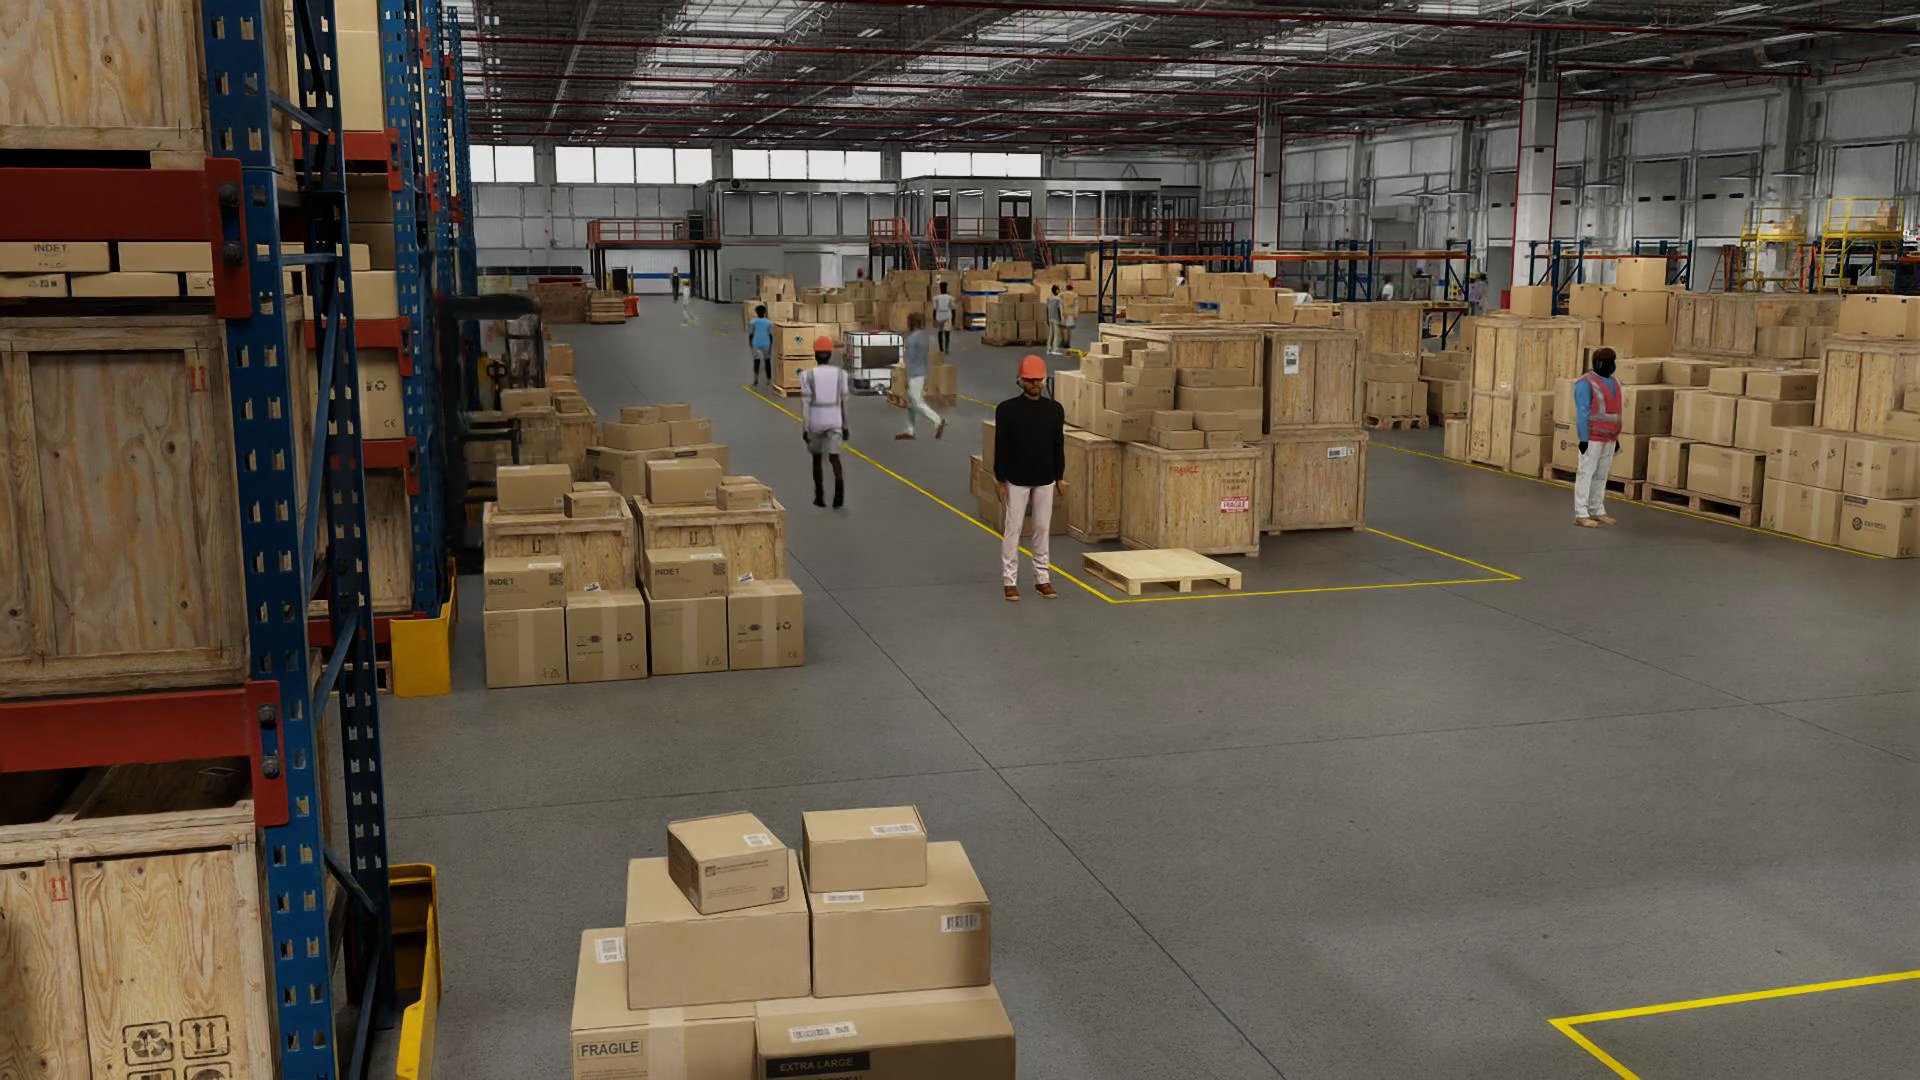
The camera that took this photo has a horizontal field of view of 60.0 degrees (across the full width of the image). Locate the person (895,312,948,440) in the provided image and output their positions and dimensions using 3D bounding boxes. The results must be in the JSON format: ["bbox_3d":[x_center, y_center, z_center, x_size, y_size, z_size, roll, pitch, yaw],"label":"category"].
[{"bbox_3d":[-0.567,-2.403,24.522,0.793,1.921,0.636,3,10,17],"label":"person"}]

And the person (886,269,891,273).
[{"bbox_3d":[-3.254,-11.589,76.687,0.838,1.857,0.579,-2,10,-11],"label":"person"}]

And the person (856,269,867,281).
[{"bbox_3d":[-4.108,-10.523,70.498,0.653,1.927,1.031,7,12,35],"label":"person"}]

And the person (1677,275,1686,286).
[{"bbox_3d":[25.292,-8.352,58.347,0.328,1.865,0.519,1,10,7],"label":"person"}]

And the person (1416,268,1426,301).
[{"bbox_3d":[21.223,-11.616,76.783,0.639,1.889,0.976,-5,11,-24],"label":"person"}]

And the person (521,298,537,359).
[{"bbox_3d":[-10.684,-5.248,41.515,0.508,1.594,0.875,-2,10,-9],"label":"person"}]

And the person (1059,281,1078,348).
[{"bbox_3d":[3.089,-6.421,47.378,0.550,1.870,0.965,0,10,1],"label":"person"}]

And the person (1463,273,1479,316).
[{"bbox_3d":[18.329,-8.603,59.628,0.581,1.919,0.396,-2,10,-10],"label":"person"}]

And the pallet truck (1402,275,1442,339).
[{"bbox_3d":[14.620,-7.324,52.145,0.823,1.965,1.885,8,13,40],"label":"pallet truck"}]

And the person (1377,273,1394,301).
[{"bbox_3d":[14.000,-7.713,54.226,0.801,2.000,0.691,4,11,24],"label":"person"}]

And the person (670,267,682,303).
[{"bbox_3d":[-14.450,-12.962,84.642,0.533,1.791,0.953,-3,11,-19],"label":"person"}]

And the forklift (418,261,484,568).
[{"bbox_3d":[-4.835,-1.159,14.737,1.873,2.768,1.129,-3,10,-15],"label":"forklift"}]

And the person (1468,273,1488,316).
[{"bbox_3d":[20.655,-9.681,66.007,0.817,1.817,0.636,7,12,33],"label":"person"}]

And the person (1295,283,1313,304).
[{"bbox_3d":[9.707,-6.260,46.535,0.889,1.846,0.601,-7,12,-36],"label":"person"}]

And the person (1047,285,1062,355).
[{"bbox_3d":[2.501,-5.830,44.090,0.330,1.858,0.539,-8,13,-39],"label":"person"}]

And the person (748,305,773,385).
[{"bbox_3d":[-4.106,-4.023,34.371,0.539,1.667,0.678,-1,10,-5],"label":"person"}]

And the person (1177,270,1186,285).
[{"bbox_3d":[9.457,-10.505,70.534,1.017,1.861,0.612,-2,10,-13],"label":"person"}]

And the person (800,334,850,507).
[{"bbox_3d":[-1.460,-1.277,18.157,0.548,1.918,0.727,-3,11,-18],"label":"person"}]

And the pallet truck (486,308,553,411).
[{"bbox_3d":[-6.242,-2.418,24.362,0.823,1.965,1.885,1,10,3],"label":"pallet truck"}]

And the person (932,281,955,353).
[{"bbox_3d":[-0.432,-5.916,44.331,0.613,1.942,0.820,-1,10,-4],"label":"person"}]

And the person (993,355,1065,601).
[{"bbox_3d":[0.570,-0.501,13.519,0.612,1.995,0.376,-3,11,-18],"label":"person"}]

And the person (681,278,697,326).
[{"bbox_3d":[-9.804,-8.548,59.844,0.480,1.732,0.488,1,10,7],"label":"person"}]

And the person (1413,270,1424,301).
[{"bbox_3d":[21.022,-11.506,76.364,0.860,1.815,0.630,-3,10,-15],"label":"person"}]

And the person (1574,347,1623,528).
[{"bbox_3d":[6.557,-1.050,17.056,0.626,1.846,0.429,-7,12,-34],"label":"person"}]
